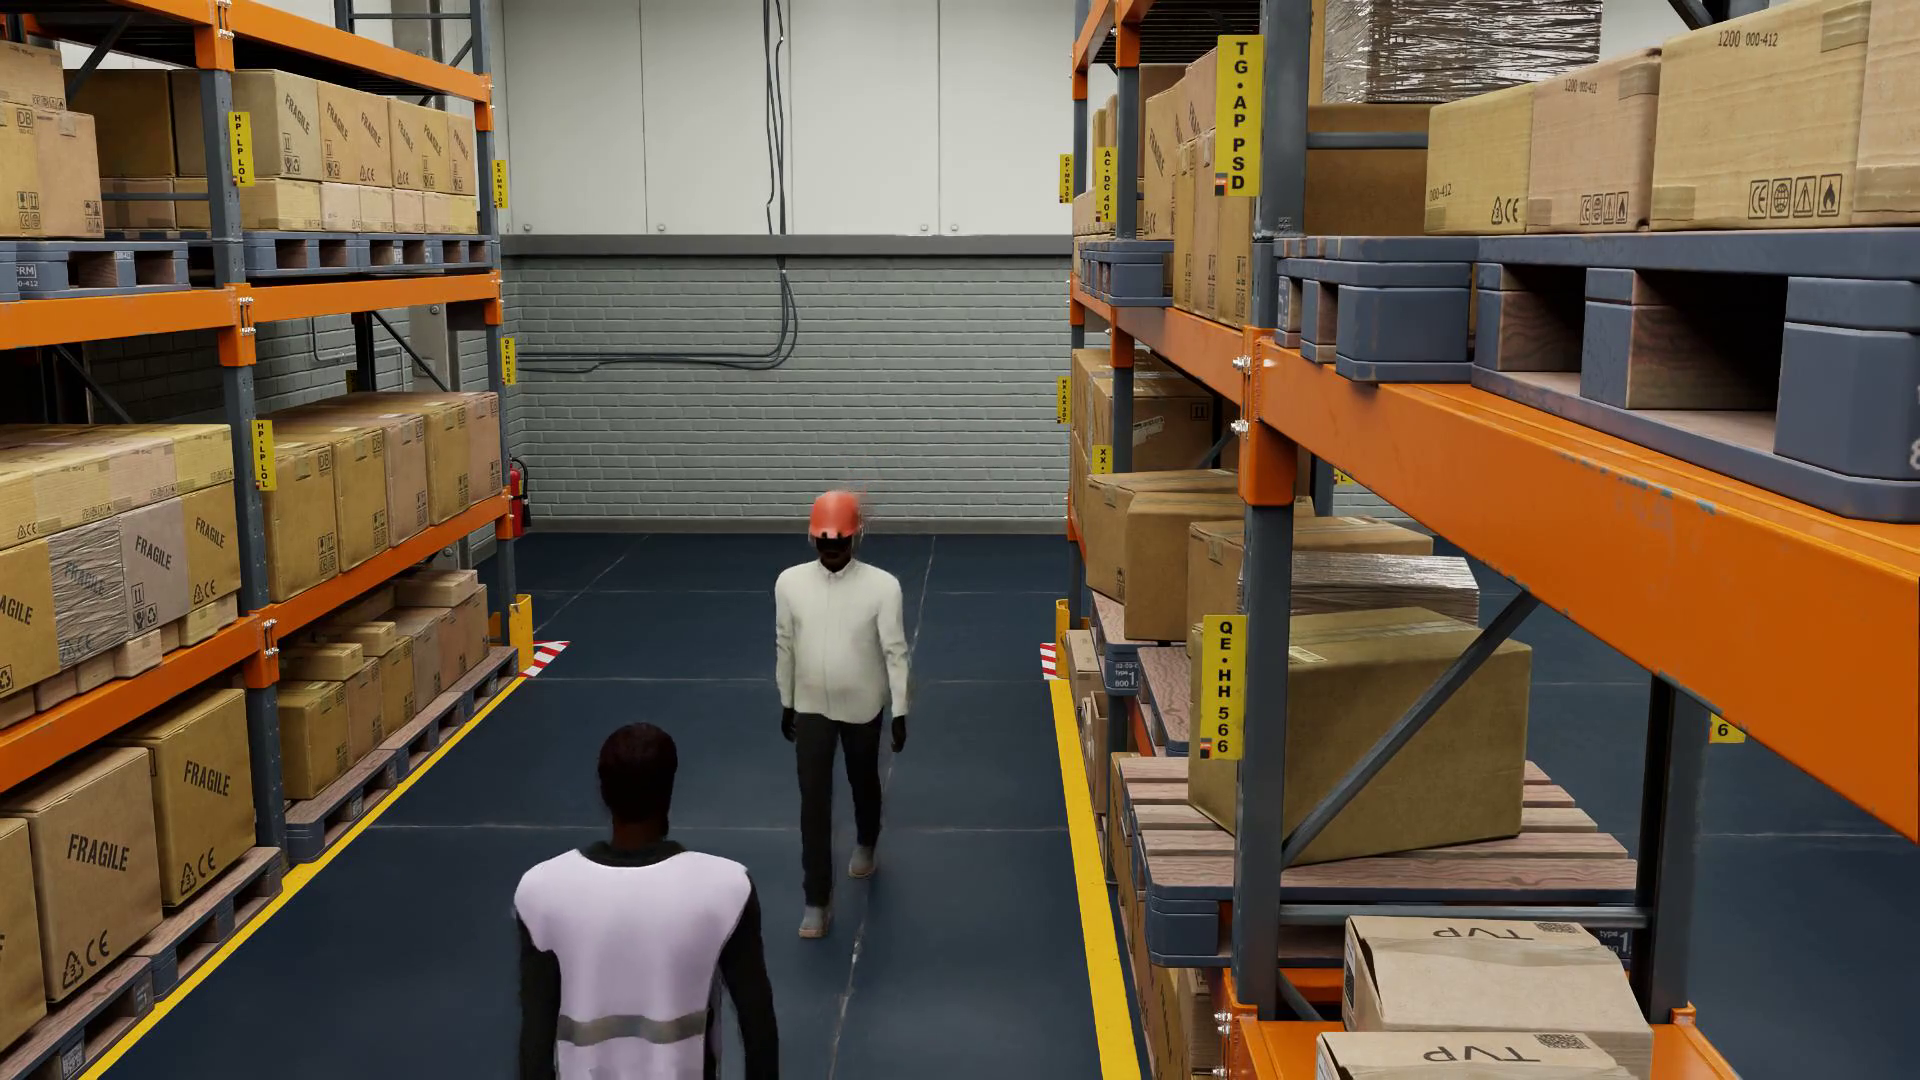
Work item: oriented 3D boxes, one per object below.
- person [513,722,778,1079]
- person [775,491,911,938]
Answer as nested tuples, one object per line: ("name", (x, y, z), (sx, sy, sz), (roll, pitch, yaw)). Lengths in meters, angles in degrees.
("person", (-0.774, 1.377, 4.170), (0.615, 1.875, 1.015), (0, 10, 1))
("person", (-0.532, 0.722, 7.626), (0.631, 1.950, 1.022), (1, 10, 6))
